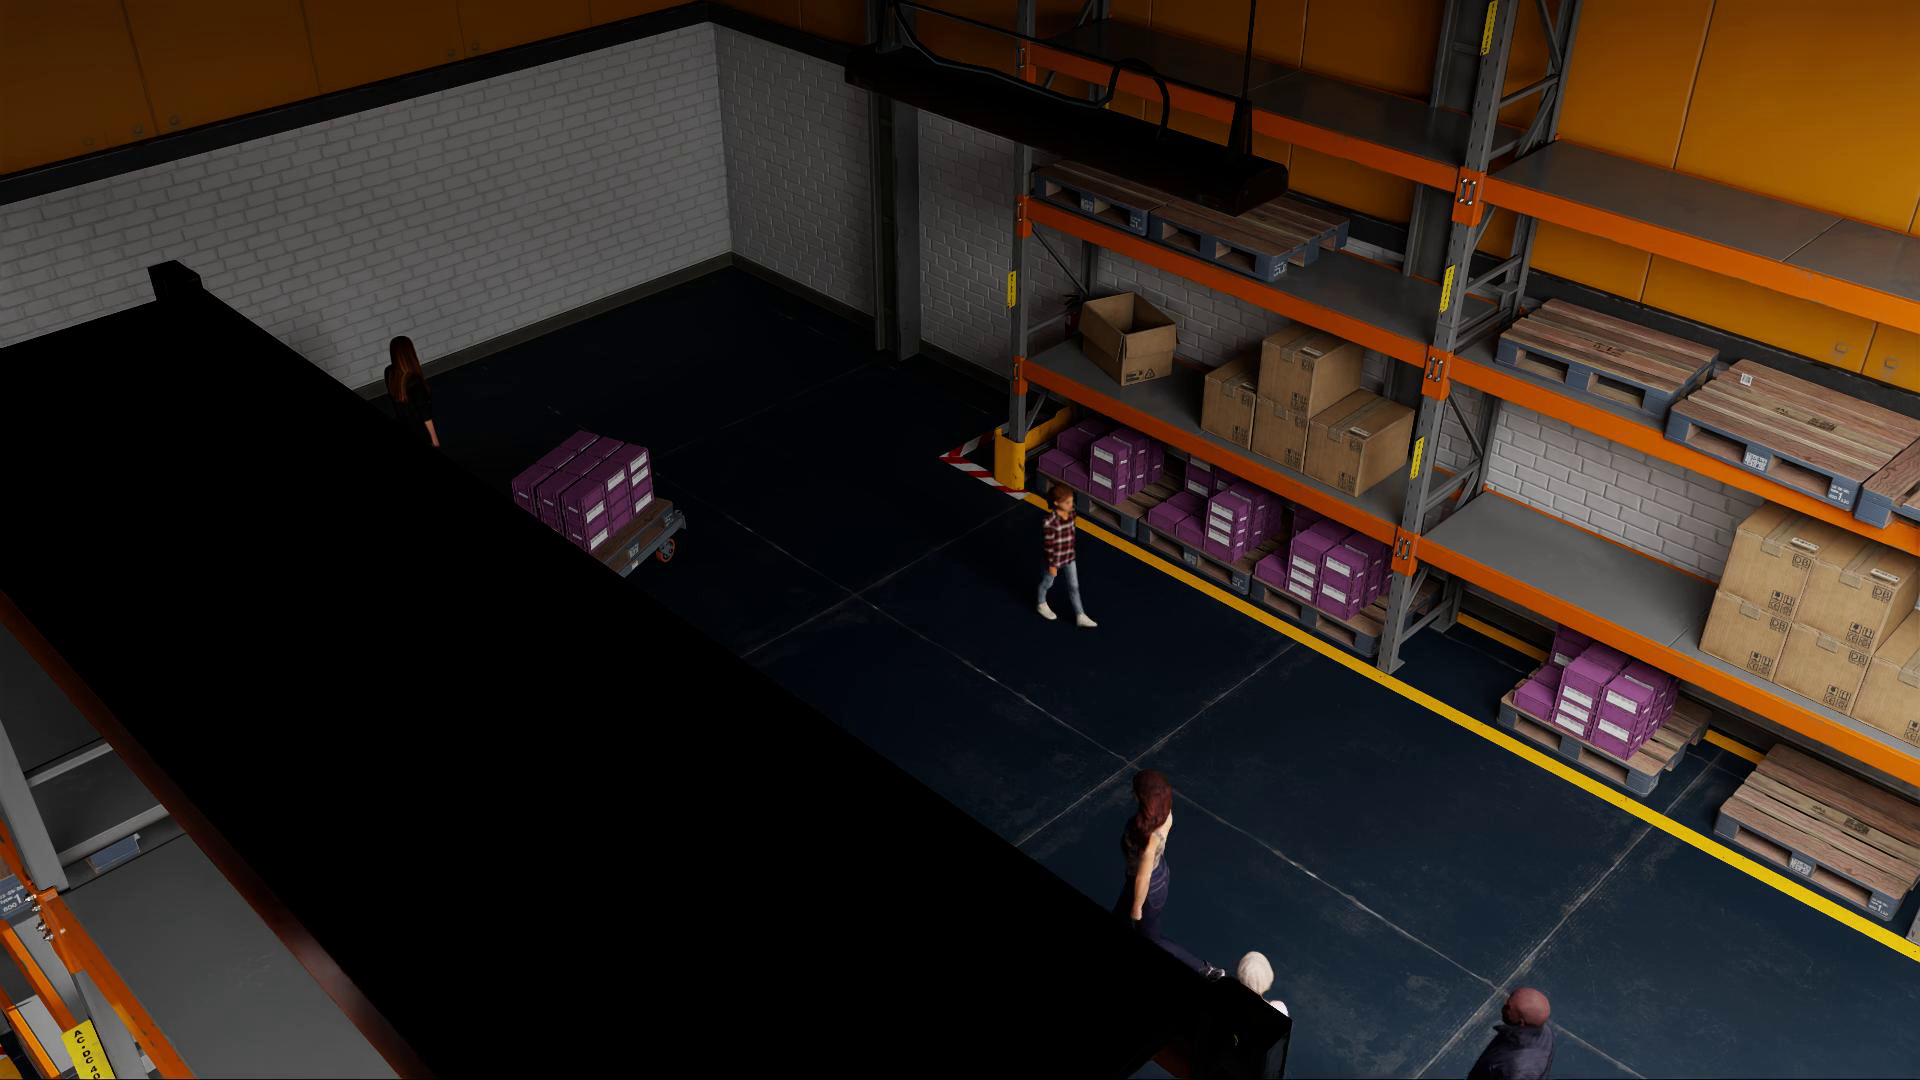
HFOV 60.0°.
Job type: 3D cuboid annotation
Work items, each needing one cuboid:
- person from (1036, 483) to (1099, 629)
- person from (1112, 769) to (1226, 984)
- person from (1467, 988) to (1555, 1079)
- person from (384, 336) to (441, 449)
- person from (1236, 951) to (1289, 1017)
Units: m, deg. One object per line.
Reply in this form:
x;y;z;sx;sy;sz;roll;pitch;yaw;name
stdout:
0.736;0.096;13.296;0.602;1.282;0.856;-22;40;-30;person
1.203;2.092;9.878;1.185;1.741;0.989;8;34;11;person
2.823;2.979;8.476;0.965;1.815;0.867;18;38;25;person
-4.787;-0.984;14.534;0.511;1.710;0.683;22;39;29;person
1.497;2.838;8.799;0.706;1.692;0.755;-3;34;-4;person
